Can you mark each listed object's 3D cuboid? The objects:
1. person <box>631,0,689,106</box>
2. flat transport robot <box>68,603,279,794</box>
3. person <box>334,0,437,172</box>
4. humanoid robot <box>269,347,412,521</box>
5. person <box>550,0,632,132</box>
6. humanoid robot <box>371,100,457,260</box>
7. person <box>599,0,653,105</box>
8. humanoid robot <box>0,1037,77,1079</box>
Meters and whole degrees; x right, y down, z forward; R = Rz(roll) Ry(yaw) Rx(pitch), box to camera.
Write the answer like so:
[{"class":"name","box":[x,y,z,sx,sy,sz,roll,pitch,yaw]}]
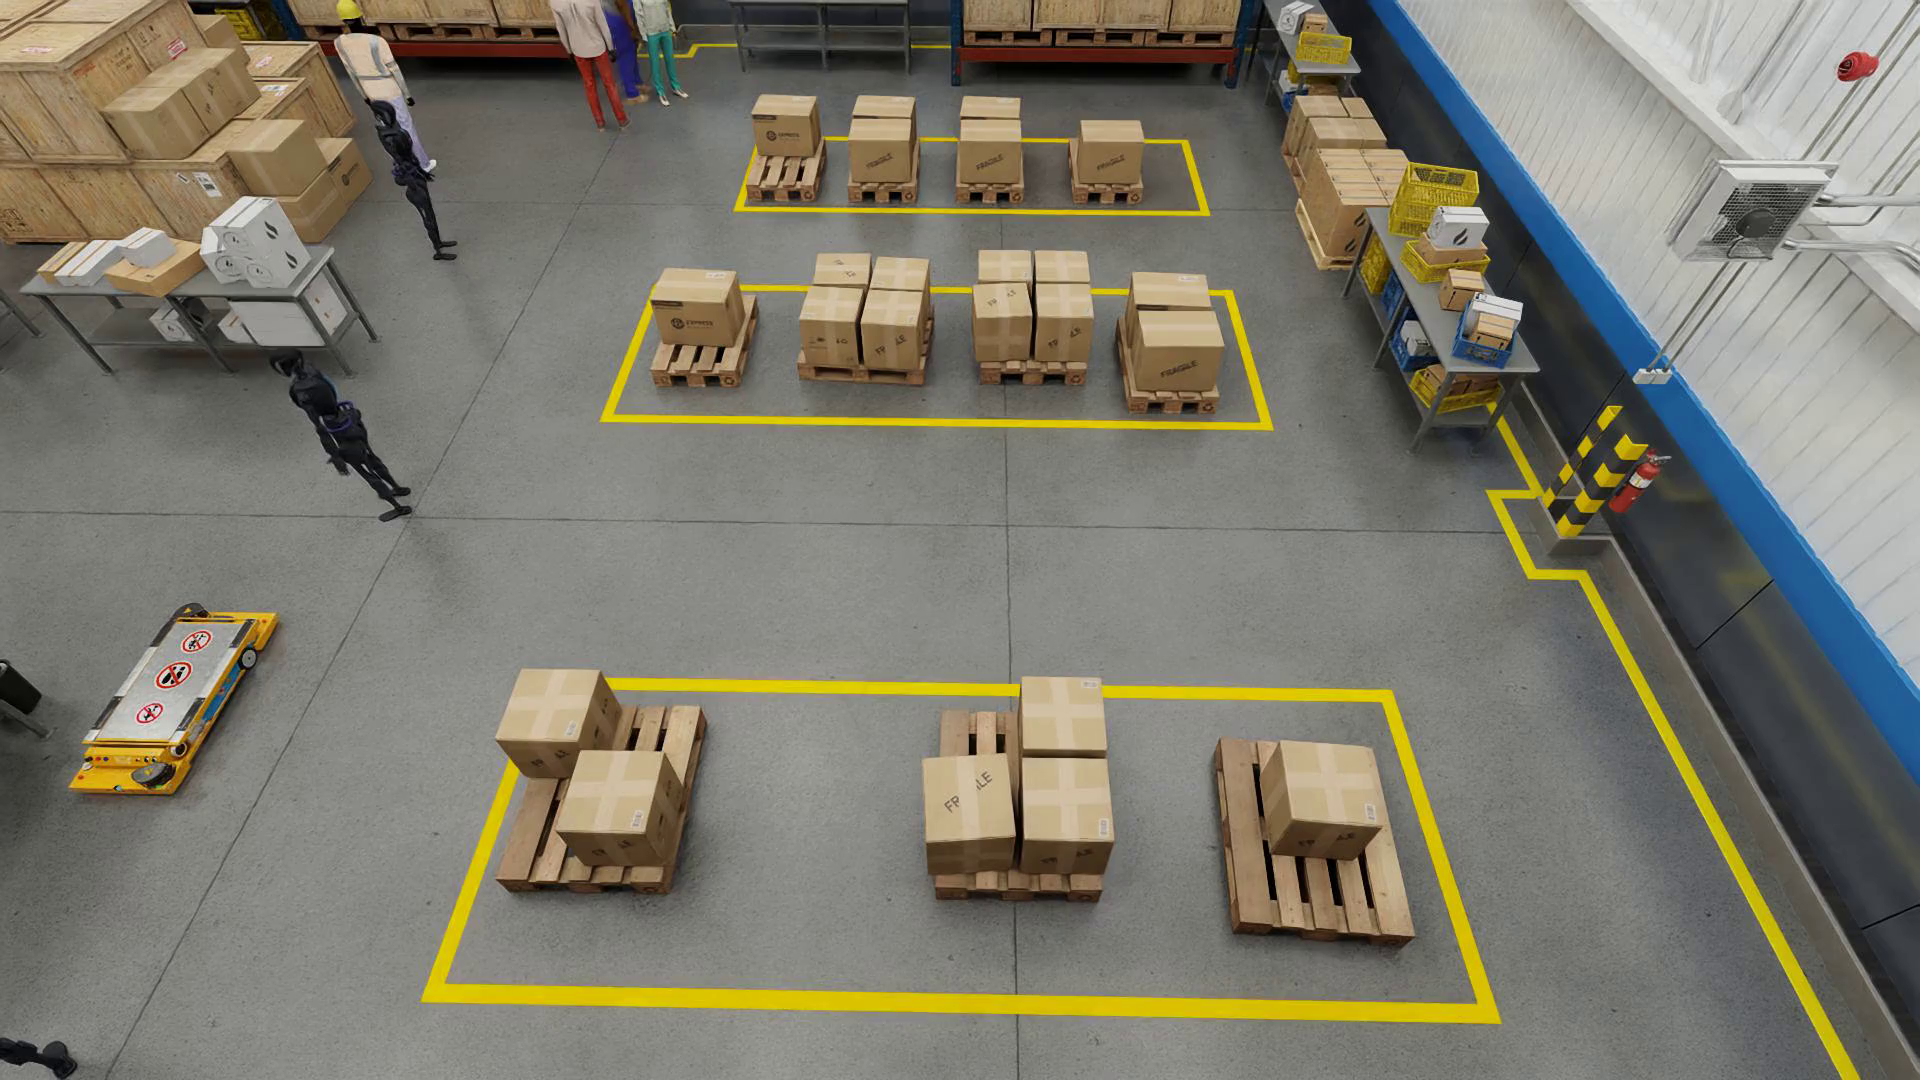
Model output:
[{"class":"person","box":[-3.958,-6.671,12.035,0.325,1.759,0.524,36,58,26]},{"class":"flat transport robot","box":[-5.504,1.072,6.442,0.652,0.197,1.431,1,50,1]},{"class":"person","box":[-6.757,-5.272,10.751,0.586,1.919,0.398,-3,50,-3]},{"class":"humanoid robot","box":[-4.809,-0.826,7.143,0.310,1.655,0.570,-16,52,-13]},{"class":"person","box":[-4.610,-6.119,11.417,0.608,1.991,0.380,-6,50,-5]},{"class":"humanoid robot","box":[-5.729,-3.777,9.633,0.320,1.653,0.611,-13,51,-11]},{"class":"person","box":[-4.433,-6.798,11.960,0.567,2.000,0.738,-33,57,-25]},{"class":"humanoid robot","box":[-5.076,2.432,4.385,0.328,1.652,0.573,19,52,15]}]
